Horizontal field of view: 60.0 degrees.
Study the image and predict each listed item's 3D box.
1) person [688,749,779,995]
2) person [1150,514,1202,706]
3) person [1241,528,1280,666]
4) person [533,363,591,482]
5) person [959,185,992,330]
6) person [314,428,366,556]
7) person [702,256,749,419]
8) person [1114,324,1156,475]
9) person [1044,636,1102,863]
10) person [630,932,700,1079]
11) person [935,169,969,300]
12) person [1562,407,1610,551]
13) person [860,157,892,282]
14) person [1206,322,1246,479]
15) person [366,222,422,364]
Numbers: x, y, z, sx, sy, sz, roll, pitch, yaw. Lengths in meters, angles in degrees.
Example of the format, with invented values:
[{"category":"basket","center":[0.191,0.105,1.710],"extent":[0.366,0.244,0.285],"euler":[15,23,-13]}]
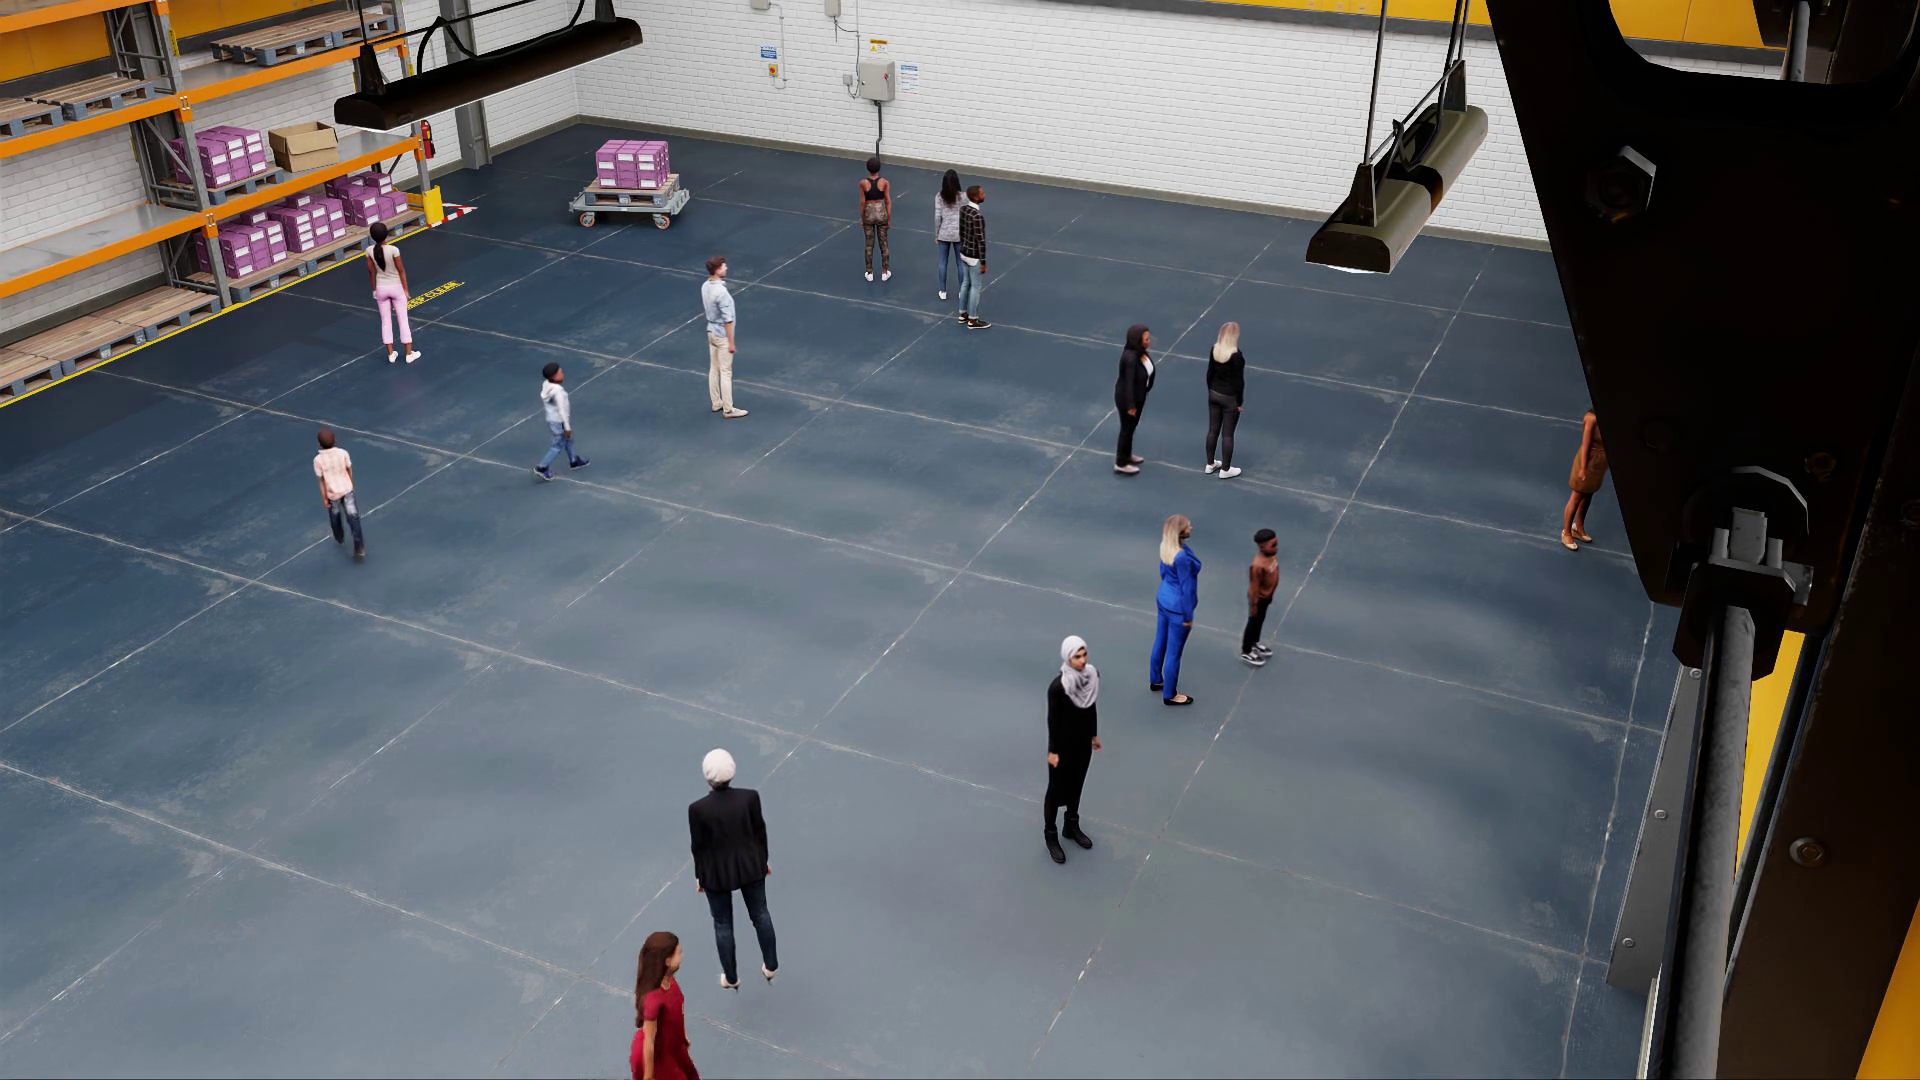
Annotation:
[{"category":"person","center":[-1.353,2.046,10.220],"extent":[0.828,1.781,0.791],"euler":[-9,30,-16]},{"category":"person","center":[1.733,0.551,13.541],"extent":[0.760,1.700,0.692],"euler":[-9,30,-15]},{"category":"person","center":[2.554,0.460,14.176],"extent":[0.601,1.254,0.443],"euler":[17,33,29]},{"category":"person","center":[-4.230,-1.228,17.276],"extent":[0.928,1.248,0.753],"euler":[-18,33,-30]},{"category":"person","center":[0.152,-3.591,21.012],"extent":[0.763,1.819,0.742],"euler":[-14,32,-24]},{"category":"person","center":[-5.872,-0.436,15.778],"extent":[0.888,1.292,0.854],"euler":[-17,33,-28]},{"category":"person","center":[-2.685,-2.282,18.583],"extent":[0.738,1.847,0.734],"euler":[-18,34,-30]},{"category":"person","center":[1.781,-1.487,17.371],"extent":[0.745,1.612,0.610],"euler":[8,30,14]},{"category":"person","center":[0.779,1.456,11.800],"extent":[0.626,1.780,0.744],"euler":[-20,34,-32]},{"category":"person","center":[-1.733,2.919,9.394],"extent":[0.755,1.515,0.677],"euler":[5,29,10]},{"category":"person","center":[-0.111,-4.026,21.899],"extent":[0.677,1.733,0.654],"euler":[1,29,2]},{"category":"person","center":[6.027,-0.722,15.886],"extent":[0.586,1.690,0.700],"euler":[-21,35,-33]},{"category":"person","center":[-1.146,-4.354,22.534],"extent":[0.658,1.701,0.676],"euler":[-2,29,-3]},{"category":"person","center":[2.735,-1.457,17.239],"extent":[0.677,1.685,0.682],"euler":[-22,35,-34]},{"category":"person","center":[-6.846,-2.980,19.972],"extent":[0.656,1.741,0.641],"euler":[0,29,1]}]
